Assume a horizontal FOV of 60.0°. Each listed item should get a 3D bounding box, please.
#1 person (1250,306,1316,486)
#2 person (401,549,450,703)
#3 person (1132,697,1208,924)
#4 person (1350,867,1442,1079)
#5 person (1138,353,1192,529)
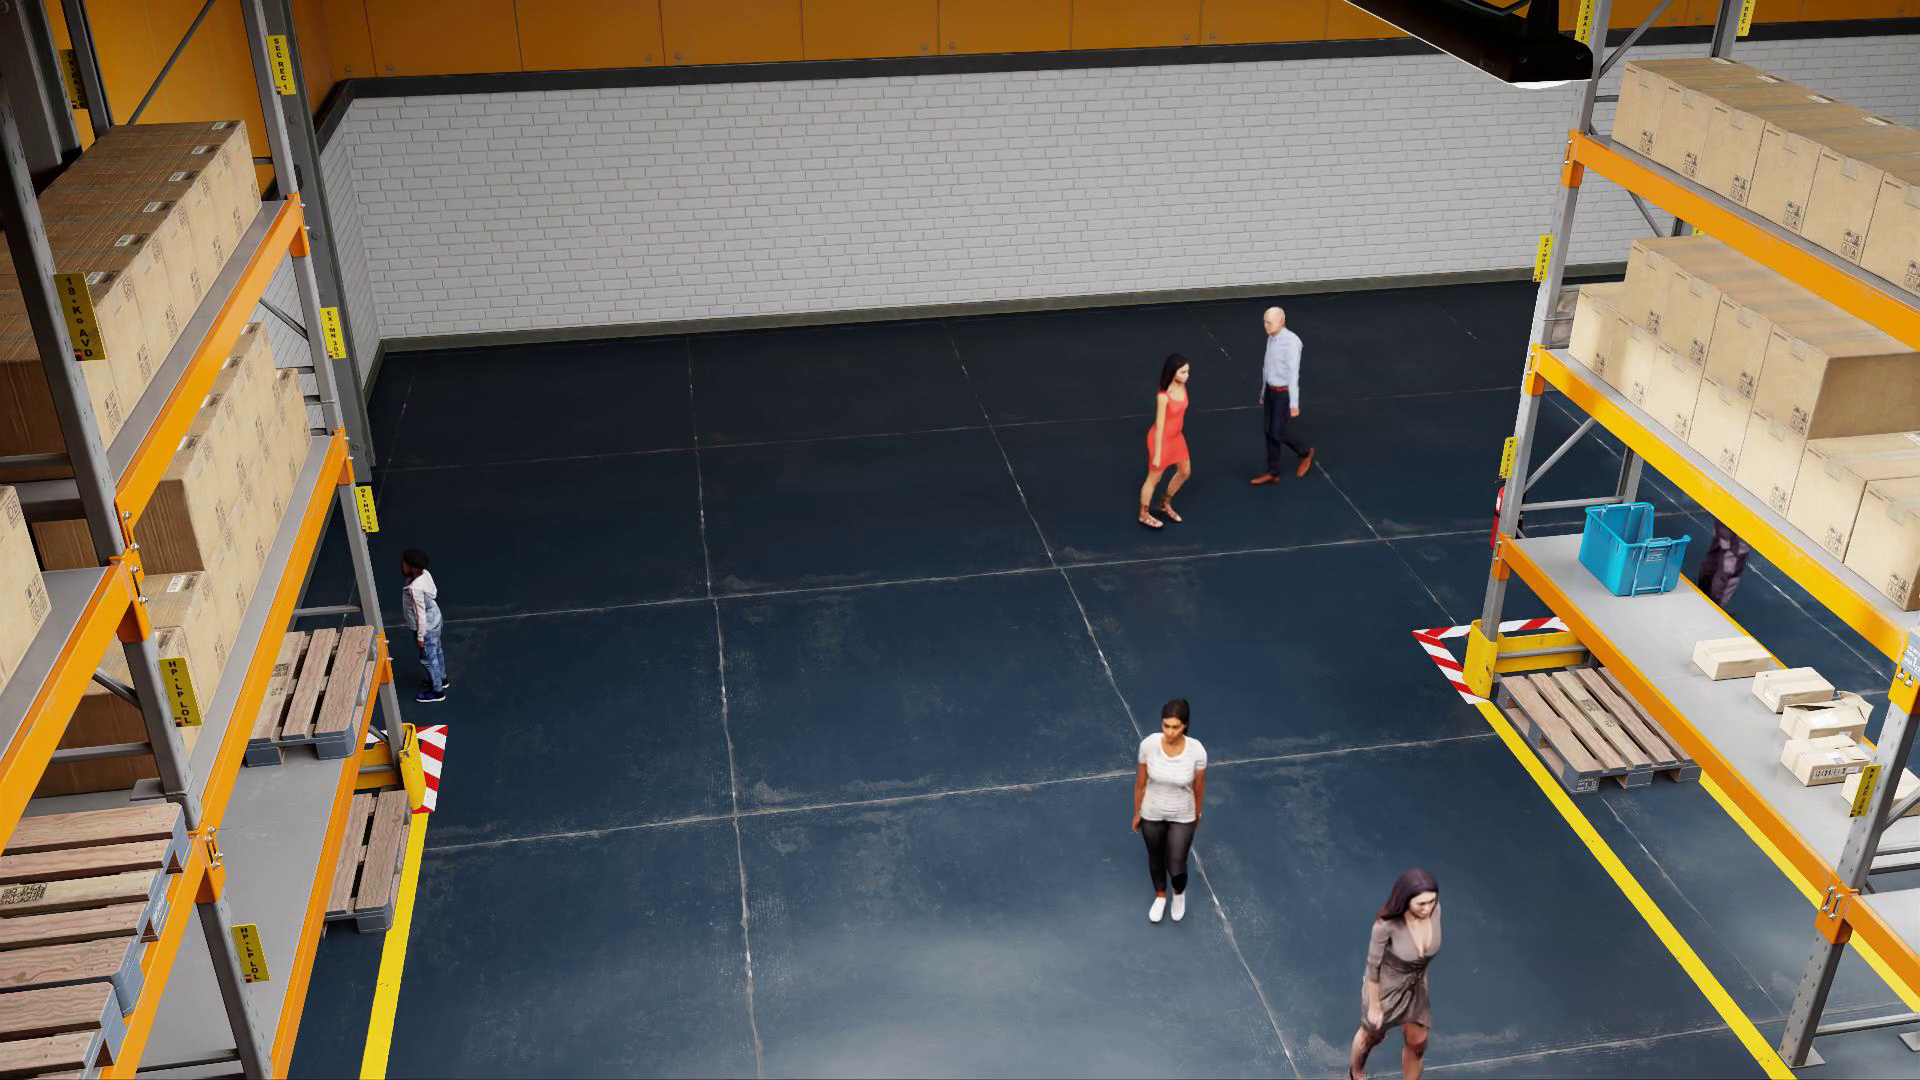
[{"bbox_3d":[3.064,-1.348,15.593,0.845,1.766,0.870,-13,31,-22],"label":"person"},{"bbox_3d":[-4.027,0.621,12.512,0.564,1.261,0.456,-1,29,-2],"label":"person"},{"bbox_3d":[1.297,1.635,10.261,0.669,1.635,0.711,10,30,18],"label":"person"},{"bbox_3d":[2.280,2.357,8.844,0.724,1.726,0.831,-12,31,-21],"label":"person"},{"bbox_3d":[1.787,-0.876,14.802,0.818,1.696,0.757,17,33,28],"label":"person"}]
